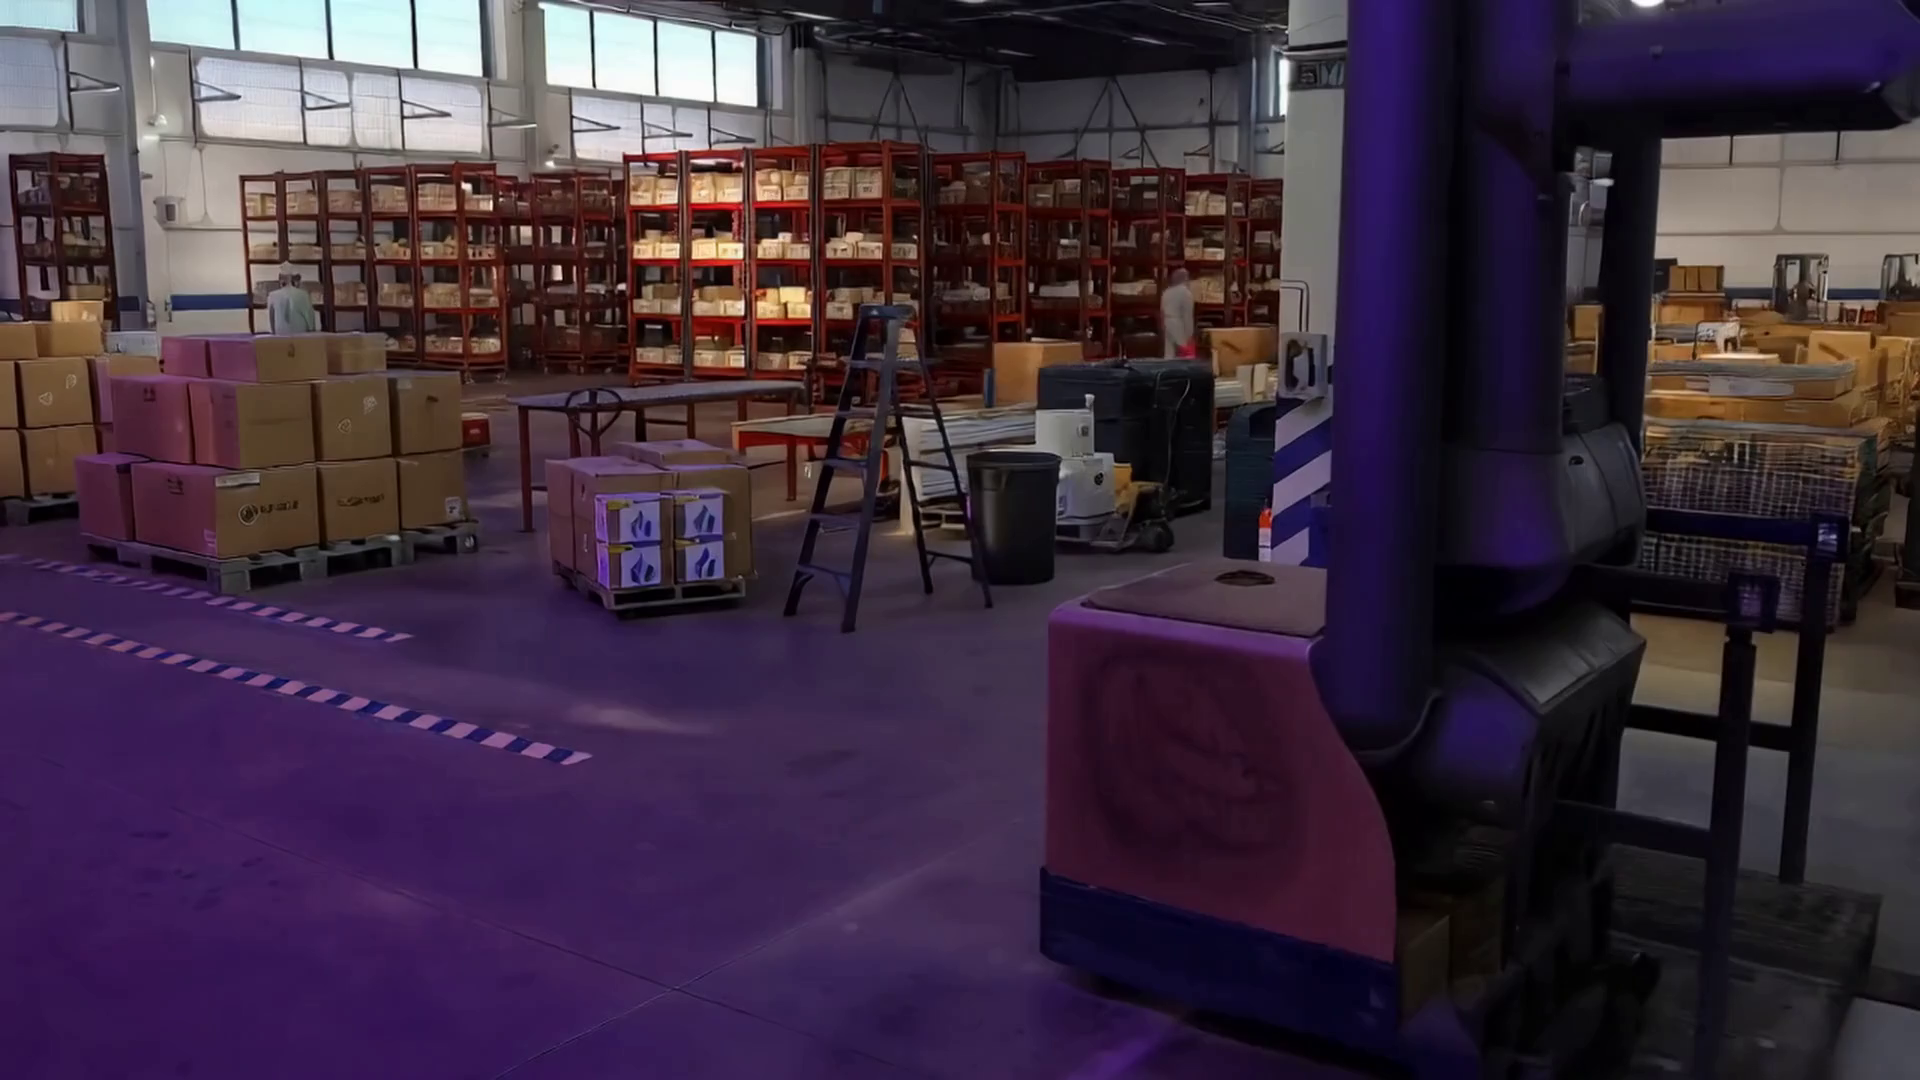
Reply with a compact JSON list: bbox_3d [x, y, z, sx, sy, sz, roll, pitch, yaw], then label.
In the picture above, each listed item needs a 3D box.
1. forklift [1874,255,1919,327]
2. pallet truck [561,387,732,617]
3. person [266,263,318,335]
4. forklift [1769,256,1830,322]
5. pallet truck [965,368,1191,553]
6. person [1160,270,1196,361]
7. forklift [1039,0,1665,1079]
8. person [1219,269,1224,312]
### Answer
[{"bbox_3d":[22.089,-5.634,38.796,1.157,1.987,2.680,6,11,33],"label":"forklift"},{"bbox_3d":[-1.981,-0.274,10.088,0.680,1.201,1.601,-5,11,-28],"label":"pallet truck"},{"bbox_3d":[-8.535,-2.541,21.305,0.622,1.993,0.383,-1,10,-9],"label":"person"},{"bbox_3d":[20.253,-5.854,40.139,1.157,1.987,2.680,7,12,35],"label":"forklift"},{"bbox_3d":[0.845,-0.609,11.869,1.630,1.274,0.653,7,12,35],"label":"pallet truck"},{"bbox_3d":[3.379,-3.127,25.133,0.860,1.873,0.680,-9,13,-43],"label":"person"},{"bbox_3d":[1.249,-0.137,4.360,1.873,2.768,1.129,7,12,35],"label":"forklift"},{"bbox_3d":[7.456,-6.737,46.782,0.605,1.826,0.512,5,11,28],"label":"person"}]
